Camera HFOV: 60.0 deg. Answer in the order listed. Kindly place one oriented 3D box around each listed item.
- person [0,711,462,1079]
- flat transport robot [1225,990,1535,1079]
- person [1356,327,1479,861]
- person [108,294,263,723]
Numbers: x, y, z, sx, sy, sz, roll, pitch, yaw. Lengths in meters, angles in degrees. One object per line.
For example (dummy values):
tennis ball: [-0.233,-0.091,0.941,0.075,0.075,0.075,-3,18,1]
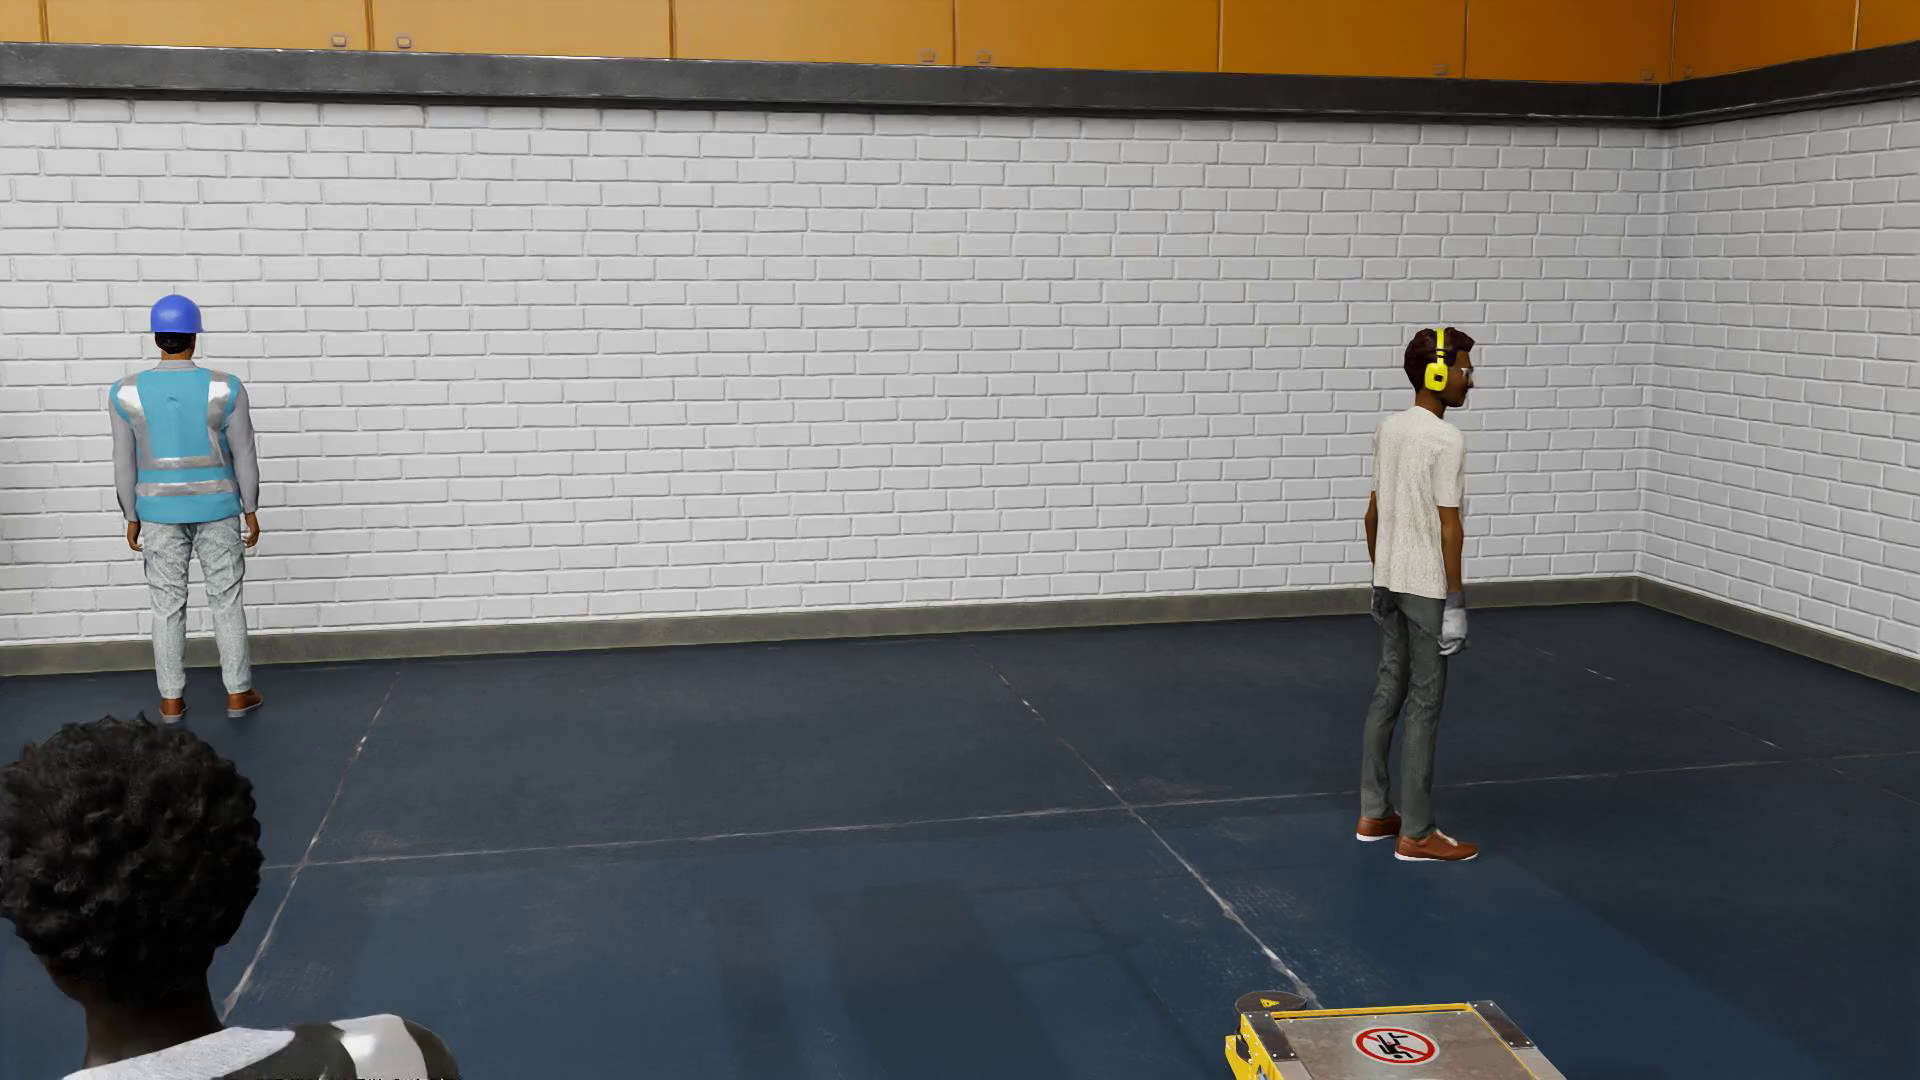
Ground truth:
person: [-0.671,0.989,1.494,0.551,1.696,0.322,-7,12,-37]
flat transport robot: [1.080,1.353,3.610,0.652,0.197,1.431,-1,9,-6]
person: [1.621,0.189,5.862,0.325,1.865,0.516,-3,10,-18]
person: [-3.508,-0.135,7.581,0.605,1.948,0.384,-3,10,-17]
